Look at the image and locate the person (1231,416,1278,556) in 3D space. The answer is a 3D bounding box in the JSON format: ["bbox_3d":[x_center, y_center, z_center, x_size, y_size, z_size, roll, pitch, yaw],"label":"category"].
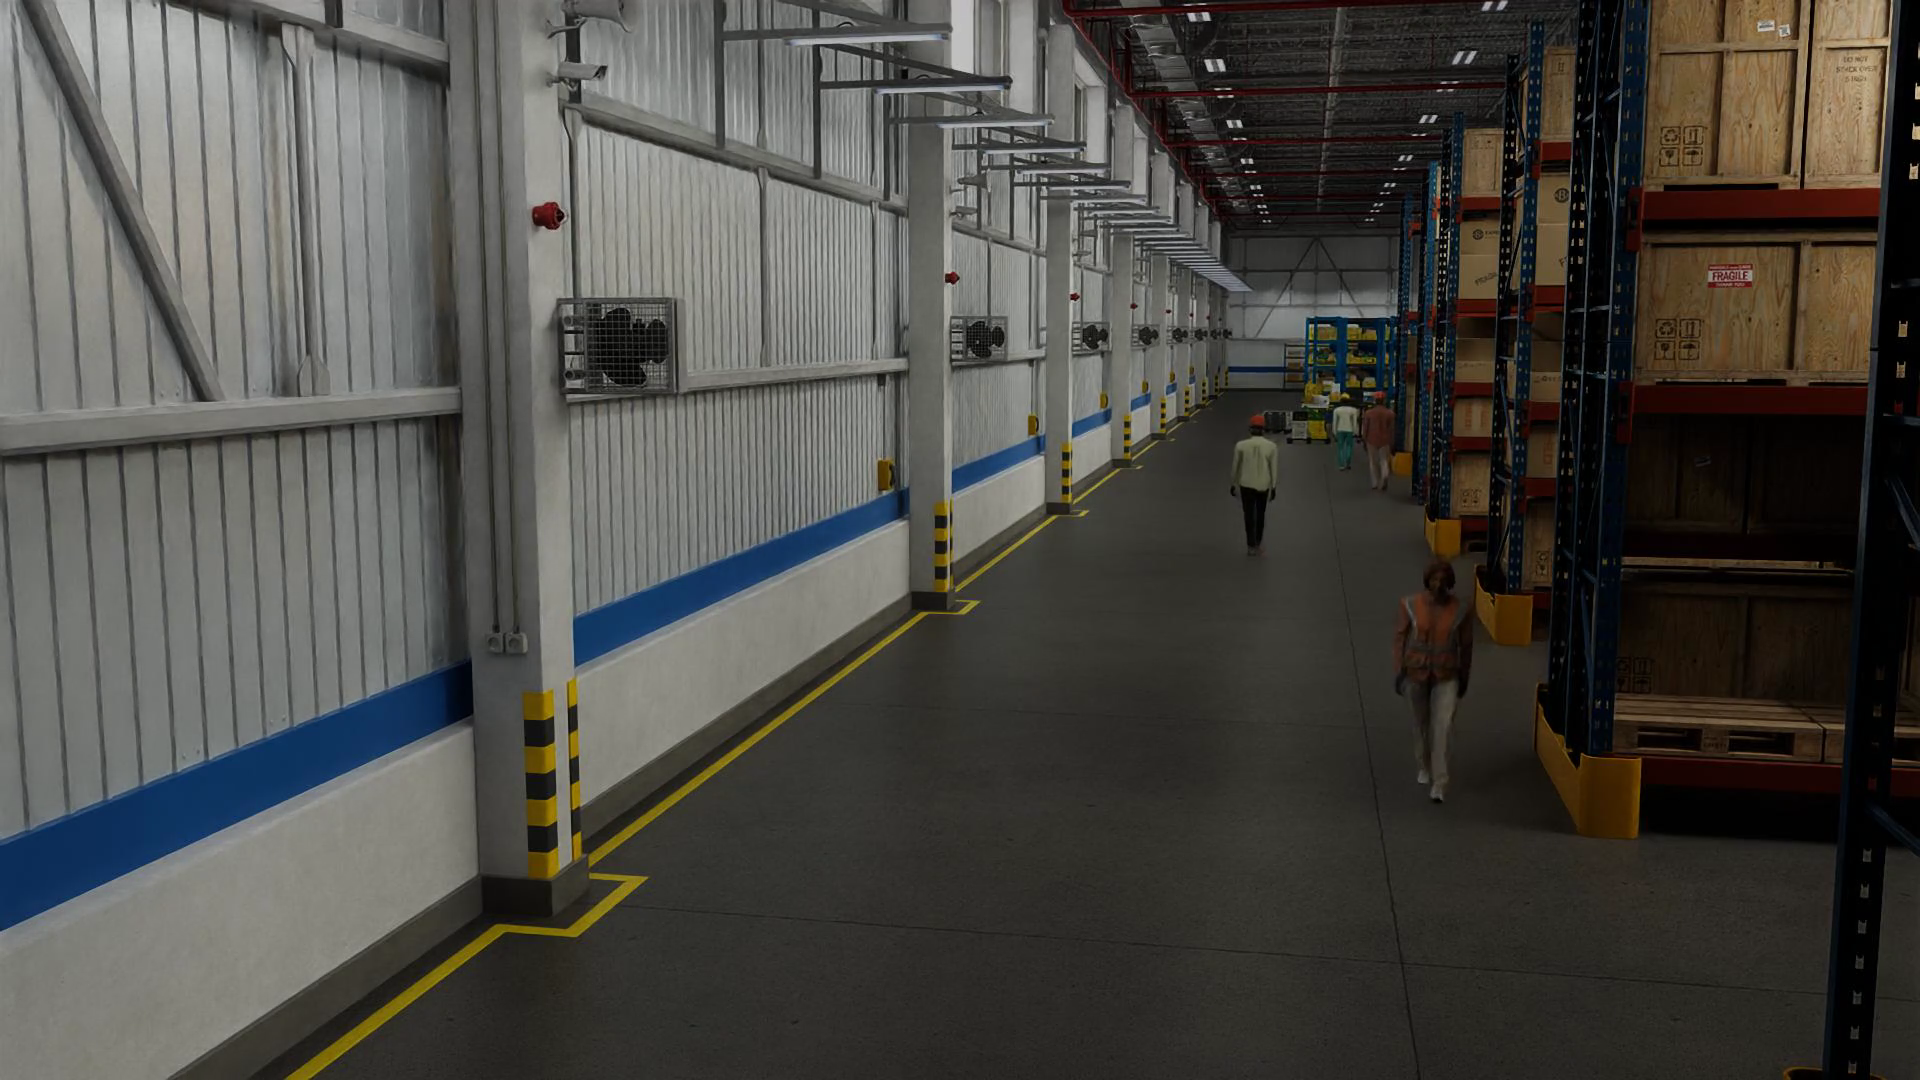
[{"bbox_3d":[4.118,-0.764,23.249,0.621,1.950,1.022,0,7,4],"label":"person"}]

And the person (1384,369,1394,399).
[{"bbox_3d":[15.434,-5.268,59.905,0.987,1.788,0.587,1,7,6],"label":"person"}]

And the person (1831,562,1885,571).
[{"bbox_3d":[8.173,0.318,15.116,0.518,1.804,0.645,6,9,39],"label":"person"}]

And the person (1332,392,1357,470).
[{"bbox_3d":[8.664,-2.453,37.499,0.547,1.741,0.711,1,7,11],"label":"person"}]

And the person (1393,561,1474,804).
[{"bbox_3d":[3.161,0.927,11.121,0.501,1.583,0.895,3,8,20],"label":"person"}]

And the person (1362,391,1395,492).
[{"bbox_3d":[8.136,-1.920,32.392,0.611,1.971,0.480,1,7,6],"label":"person"}]
